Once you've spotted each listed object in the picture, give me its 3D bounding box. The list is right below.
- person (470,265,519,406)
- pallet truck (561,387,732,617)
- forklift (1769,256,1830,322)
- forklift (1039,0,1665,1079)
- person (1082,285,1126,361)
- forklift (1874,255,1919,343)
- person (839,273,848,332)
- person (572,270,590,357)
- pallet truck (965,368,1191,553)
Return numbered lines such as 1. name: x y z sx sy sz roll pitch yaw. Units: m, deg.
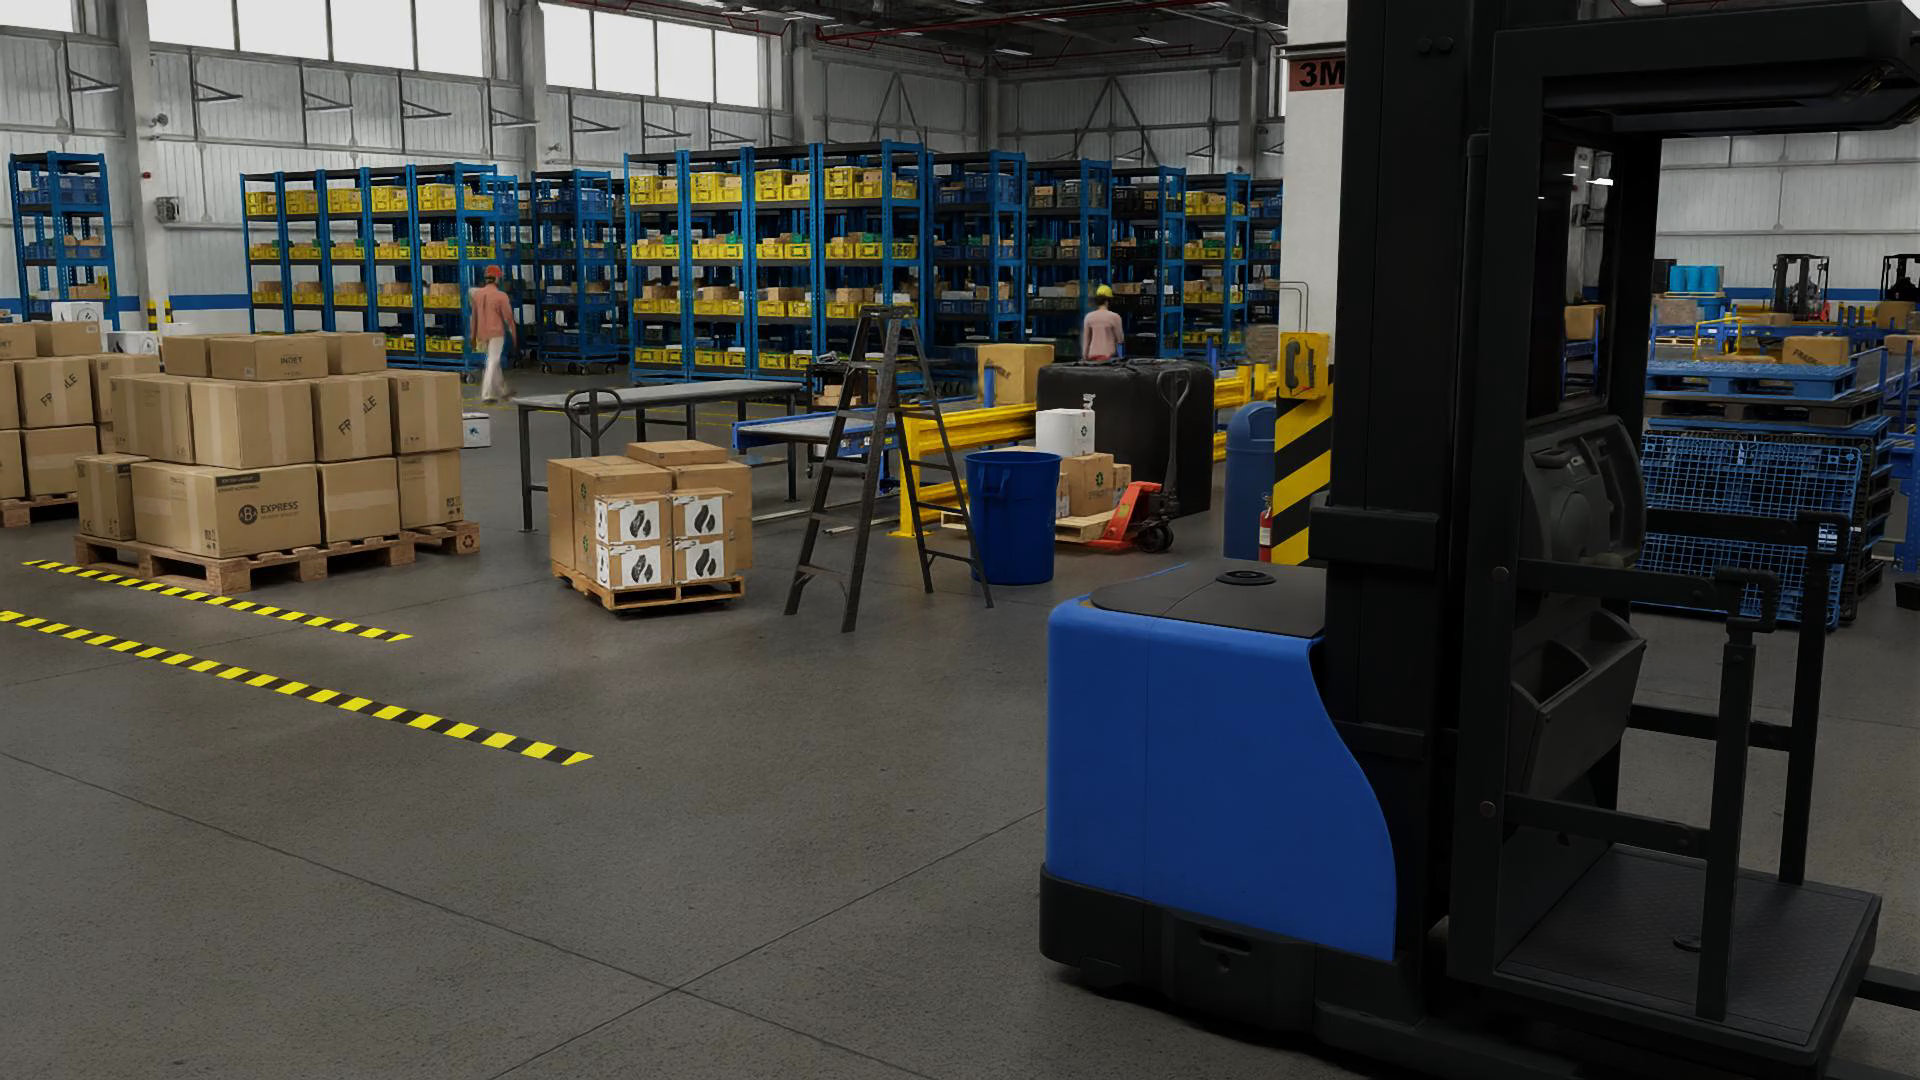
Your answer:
1. person: -6.485 -2.887 23.468 0.661 1.950 0.965 5 11 26
2. pallet truck: -1.981 -0.274 10.088 0.680 1.201 1.601 -5 11 -28
3. forklift: 20.253 -5.854 40.139 1.157 1.987 2.680 7 12 35
4. forklift: 1.249 -0.137 4.360 1.873 2.768 1.129 7 12 35
5. person: 1.745 -2.200 20.077 0.521 1.721 0.918 8 12 38
6. forklift: 22.089 -5.634 38.796 1.157 1.987 2.680 6 11 33
7. person: -2.314 -4.481 33.453 0.832 1.790 0.618 -9 13 -42
8. person: -7.955 -4.729 34.790 0.375 1.841 0.567 6 11 30
9. pallet truck: 0.845 -0.609 11.869 1.630 1.274 0.653 7 12 35
